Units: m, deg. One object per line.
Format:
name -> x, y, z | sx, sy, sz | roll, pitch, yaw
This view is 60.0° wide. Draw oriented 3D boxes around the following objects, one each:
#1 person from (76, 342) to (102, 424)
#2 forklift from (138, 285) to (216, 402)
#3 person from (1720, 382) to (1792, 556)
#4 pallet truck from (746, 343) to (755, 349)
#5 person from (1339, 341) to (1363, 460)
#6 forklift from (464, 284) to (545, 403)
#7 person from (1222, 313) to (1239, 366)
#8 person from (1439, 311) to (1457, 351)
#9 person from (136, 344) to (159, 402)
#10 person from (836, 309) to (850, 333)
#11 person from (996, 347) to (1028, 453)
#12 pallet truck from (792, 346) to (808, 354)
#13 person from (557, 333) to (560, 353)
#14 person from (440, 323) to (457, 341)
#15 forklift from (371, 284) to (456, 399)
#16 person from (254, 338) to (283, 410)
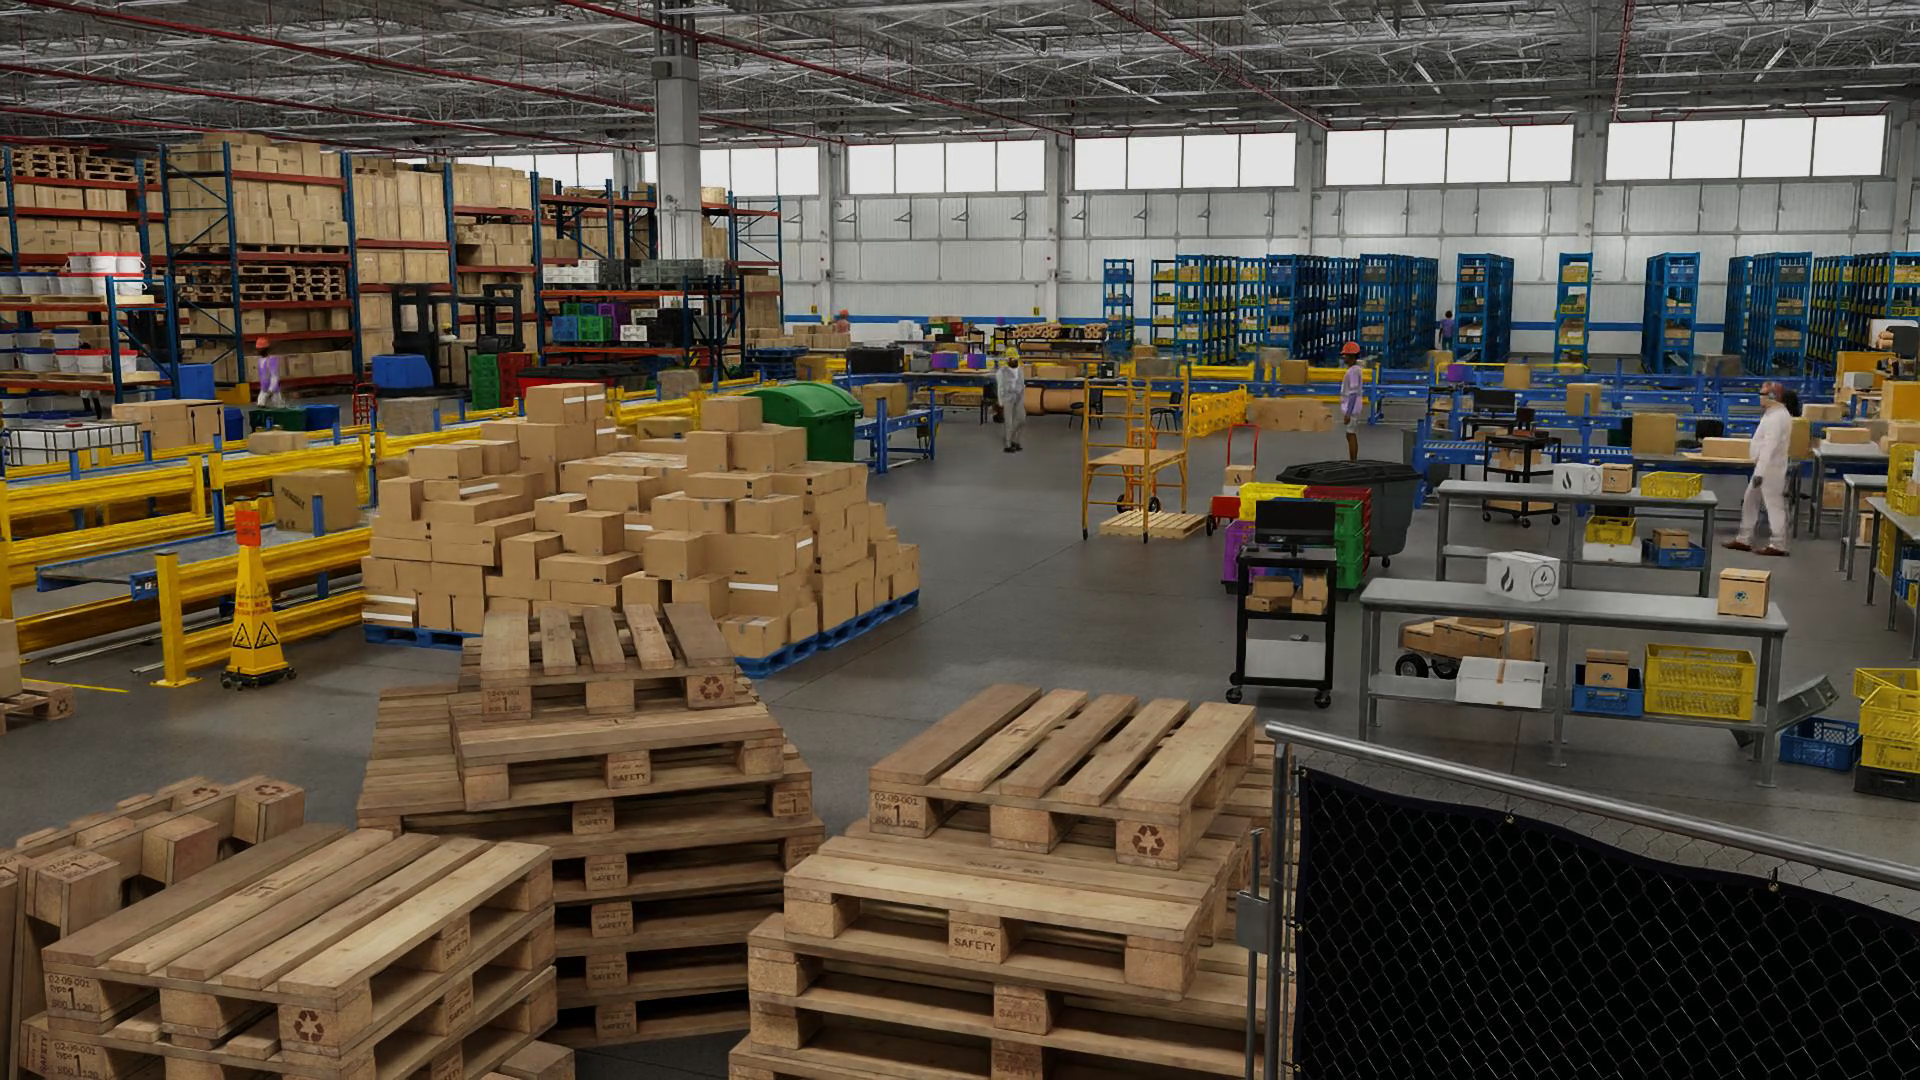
person -> -17.467, -3.109, 33.317 | 0.321, 1.695, 0.537 | 4, 10, 24
forklift -> -17.480, -4.200, 36.461 | 1.873, 2.768, 1.129 | 3, 10, 19
person -> 8.628, -0.771, 18.033 | 0.785, 1.881, 0.673 | 5, 10, 27
pallet truck -> -6.183, -4.618, 44.264 | 1.601, 1.201, 0.680 | -9, 12, -43
person -> 5.853, -1.956, 24.993 | 0.372, 2.044, 0.607 | 3, 9, 15
forklift -> -10.832, -4.702, 39.610 | 1.129, 2.768, 1.873 | 3, 10, 20
person -> 8.826, -6.479, 54.204 | 0.715, 1.788, 0.681 | 8, 12, 41
person -> 16.507, -6.837, 56.265 | 0.571, 1.840, 0.374 | 3, 9, 16
person -> -16.648, -3.195, 34.055 | 0.268, 1.632, 0.507 | 4, 10, 24
person -> -3.727, -6.319, 52.631 | 0.616, 1.970, 0.894 | 8, 12, 40
person -> 0.892, -2.376, 28.339 | 0.616, 1.813, 0.442 | -7, 11, -38
pallet truck -> -3.705, -4.298, 42.022 | 0.653, 1.274, 1.630 | 3, 10, 20
person -> -14.273, -7.416, 60.005 | 0.599, 1.812, 0.710 | 2, 9, 15
person -> -13.604, -4.890, 44.273 | 0.305, 1.772, 0.525 | 6, 11, 35
forklift -> -13.474, -4.887, 40.772 | 1.129, 2.768, 1.873 | 3, 10, 20
person -> -12.730, -2.797, 30.765 | 0.564, 1.903, 0.973 | 5, 10, 27
